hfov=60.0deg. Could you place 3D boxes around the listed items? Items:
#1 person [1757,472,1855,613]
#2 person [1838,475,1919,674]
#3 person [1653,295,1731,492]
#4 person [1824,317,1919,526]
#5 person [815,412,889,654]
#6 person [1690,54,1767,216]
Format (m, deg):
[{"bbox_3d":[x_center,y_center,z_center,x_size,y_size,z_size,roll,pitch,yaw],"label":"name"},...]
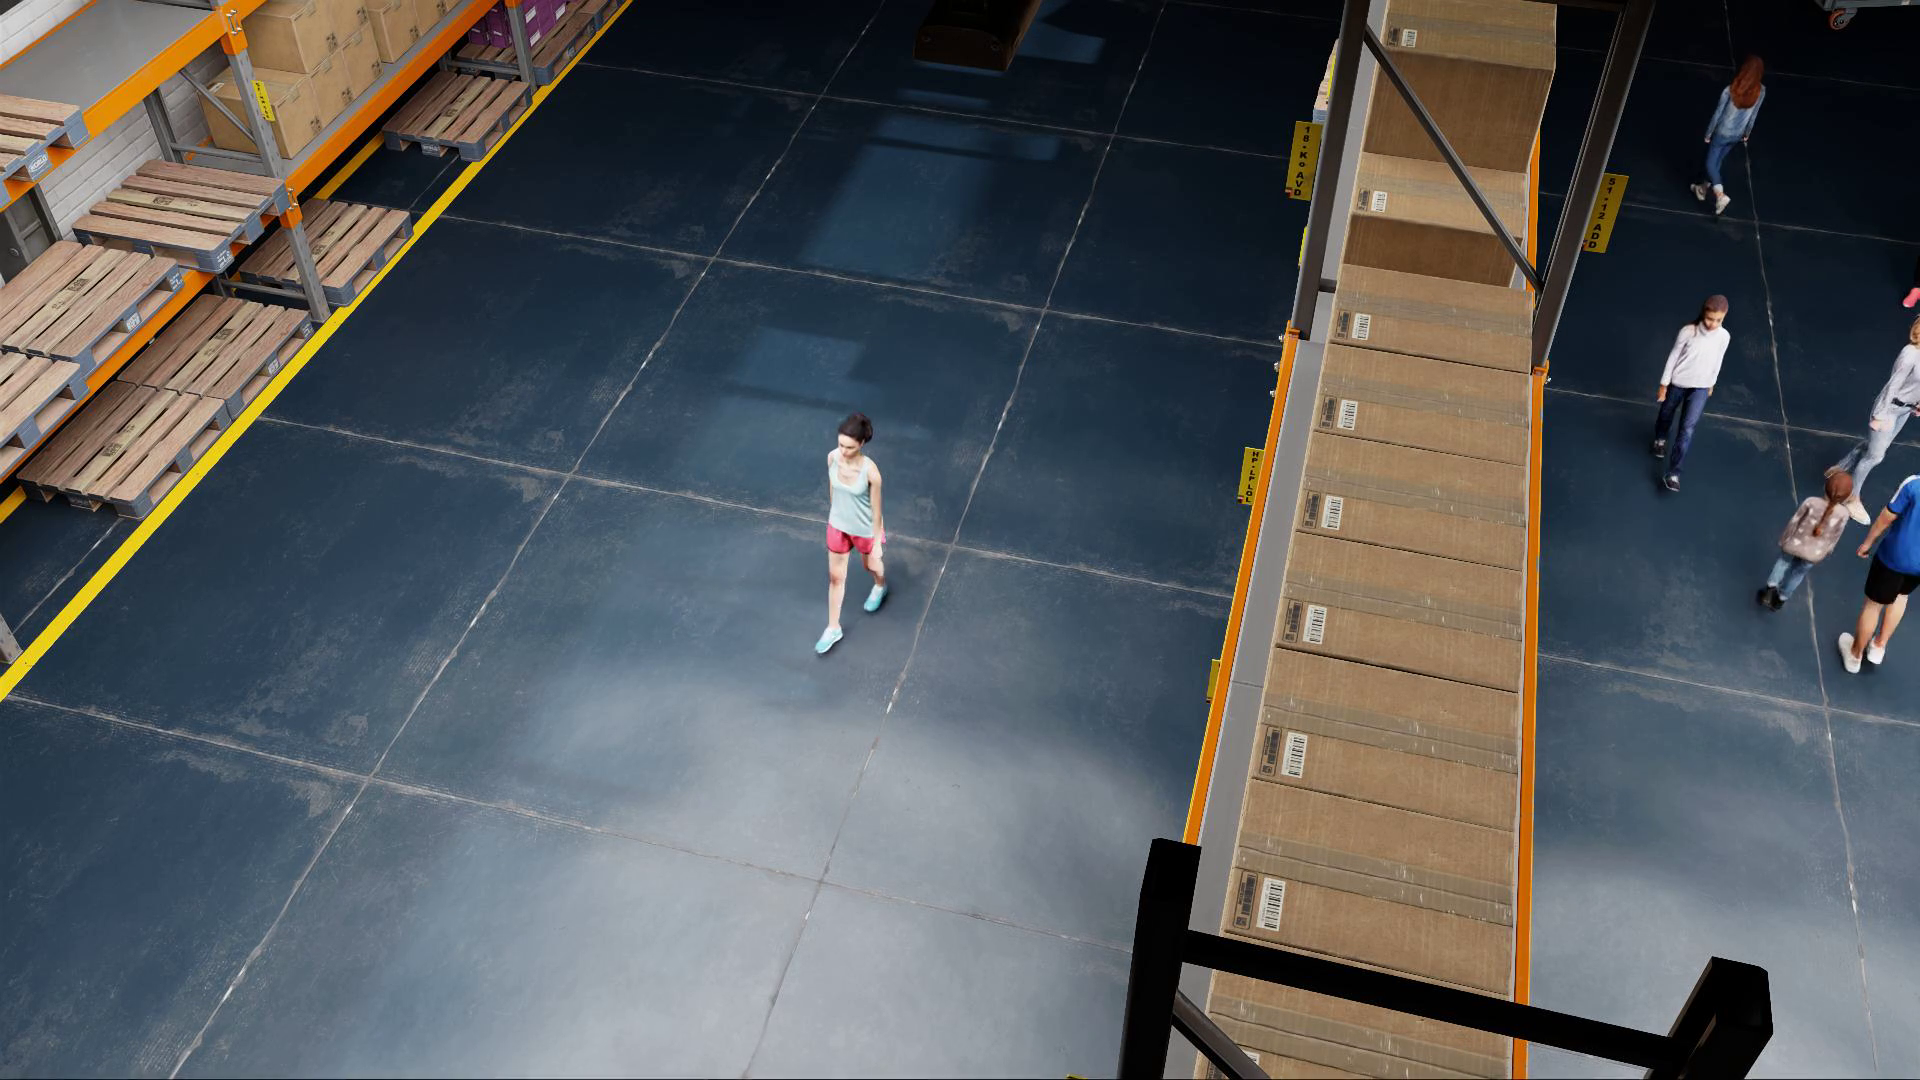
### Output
[{"bbox_3d":[5.677,0.056,11.166,0.550,1.184,0.577,19,47,19],"label":"person"},{"bbox_3d":[6.055,0.166,10.571,0.708,1.846,0.650,9,44,9],"label":"person"},{"bbox_3d":[5.359,-1.204,12.242,0.598,1.524,0.987,14,45,14],"label":"person"},{"bbox_3d":[6.598,-0.948,11.775,0.834,1.797,0.895,-23,48,-22],"label":"person"},{"bbox_3d":[-0.639,-0.116,10.947,0.769,1.735,1.081,21,48,21],"label":"person"},{"bbox_3d":[6.861,-3.584,14.788,0.765,1.458,0.948,-6,44,-6],"label":"person"}]
